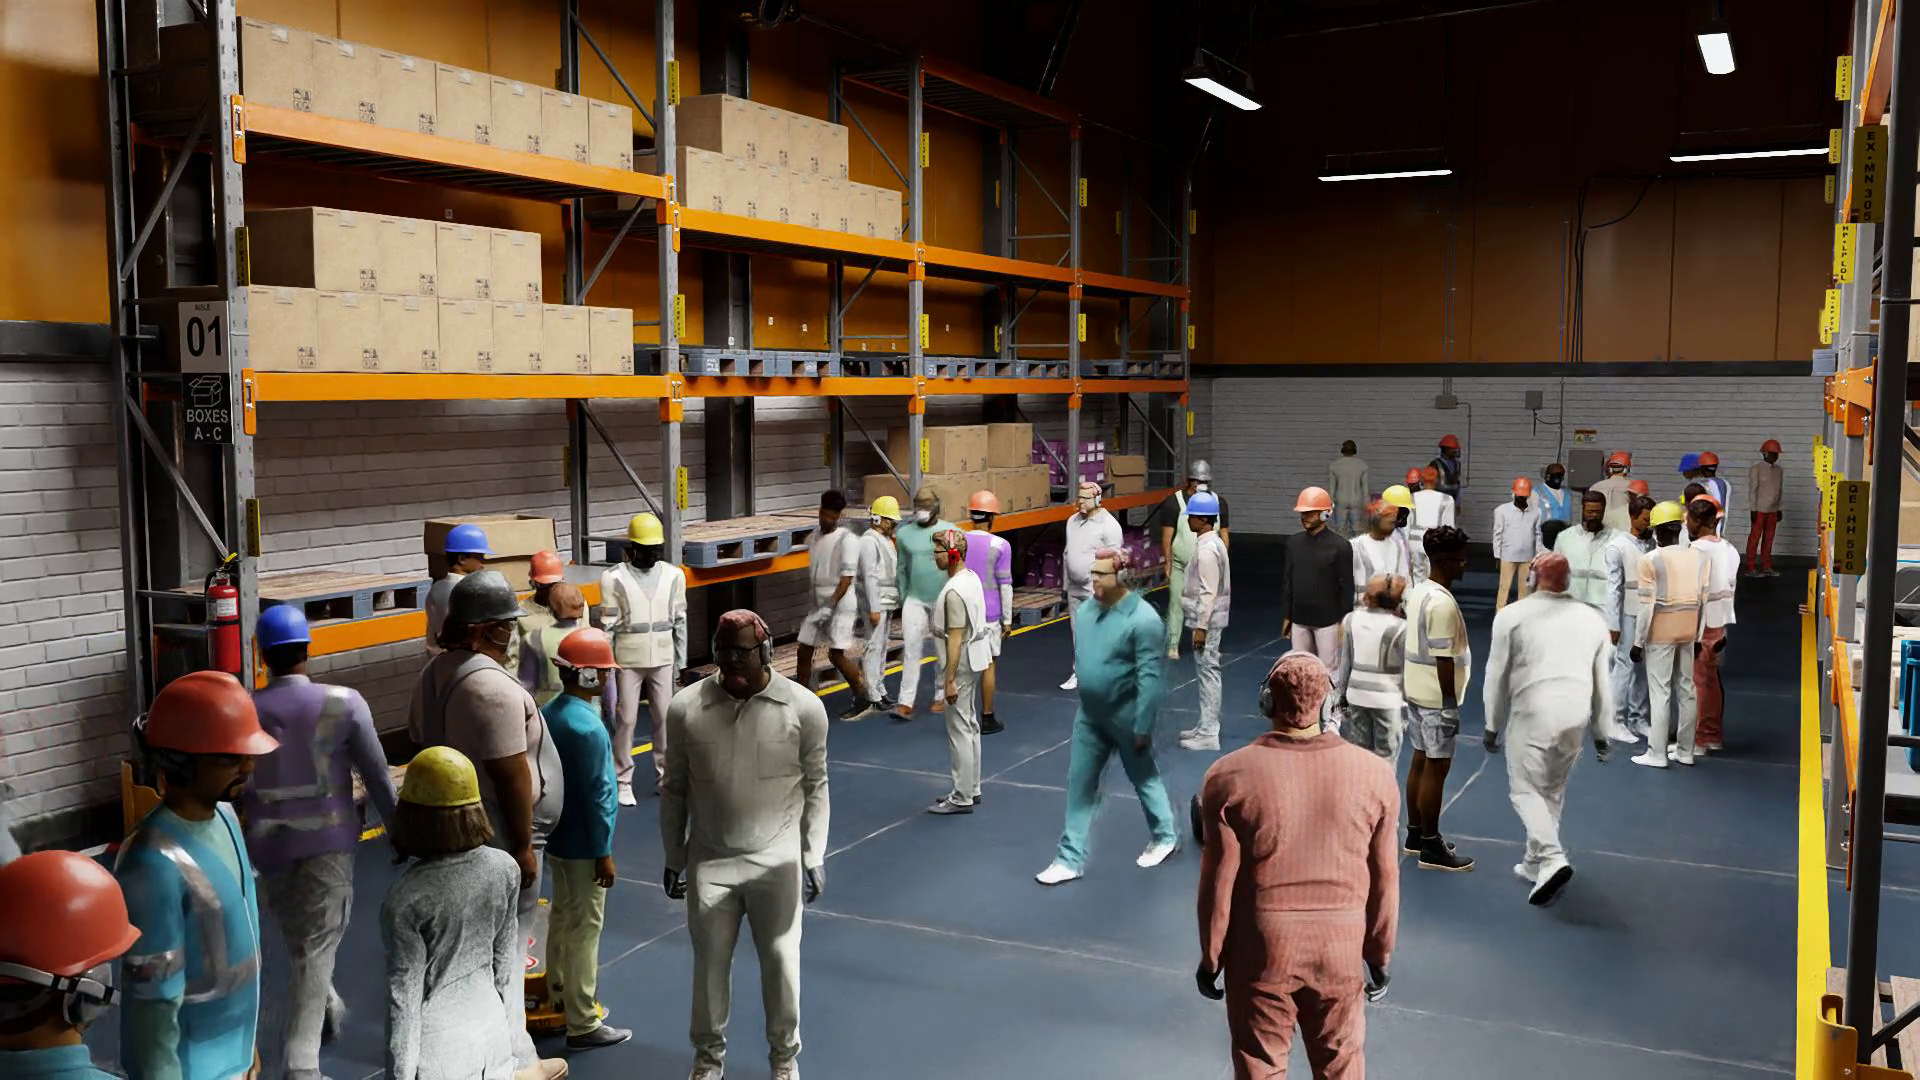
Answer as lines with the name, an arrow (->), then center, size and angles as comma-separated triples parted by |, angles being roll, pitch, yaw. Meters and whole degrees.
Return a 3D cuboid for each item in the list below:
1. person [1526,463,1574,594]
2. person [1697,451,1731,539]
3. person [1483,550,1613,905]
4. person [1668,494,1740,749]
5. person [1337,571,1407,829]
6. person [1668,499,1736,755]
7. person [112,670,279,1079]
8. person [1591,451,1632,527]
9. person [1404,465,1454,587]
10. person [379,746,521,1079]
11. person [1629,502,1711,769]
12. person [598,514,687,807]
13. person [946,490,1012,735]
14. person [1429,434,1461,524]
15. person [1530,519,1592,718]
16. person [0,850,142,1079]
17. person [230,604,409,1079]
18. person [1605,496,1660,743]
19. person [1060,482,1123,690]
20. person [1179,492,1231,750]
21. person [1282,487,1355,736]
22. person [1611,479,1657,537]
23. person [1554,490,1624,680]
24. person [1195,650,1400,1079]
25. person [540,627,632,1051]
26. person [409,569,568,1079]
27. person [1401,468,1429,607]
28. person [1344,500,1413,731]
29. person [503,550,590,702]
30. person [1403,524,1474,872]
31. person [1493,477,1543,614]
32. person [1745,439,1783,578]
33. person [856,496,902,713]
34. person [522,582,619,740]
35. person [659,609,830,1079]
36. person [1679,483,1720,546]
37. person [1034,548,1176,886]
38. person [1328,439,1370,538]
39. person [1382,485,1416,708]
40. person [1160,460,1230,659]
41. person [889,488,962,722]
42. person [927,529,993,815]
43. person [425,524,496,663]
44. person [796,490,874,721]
person -> 6.986, 0.011, 19.629 | 0.629, 1.840, 0.429 | -2, 6, -20
person -> 9.278, -0.131, 20.649 | 0.551, 1.933, 0.370 | -3, 6, -26
person -> 3.195, 1.001, 8.882 | 0.671, 1.860, 0.852 | -1, 5, -8
person -> 5.638, 0.613, 12.640 | 0.360, 1.936, 0.543 | -1, 5, -13
person -> 2.580, 0.994, 10.199 | 0.415, 1.622, 0.556 | -4, 7, -37
person -> 5.570, 0.648, 12.442 | 0.609, 1.902, 0.399 | -4, 7, -40
person -> -1.952, 1.342, 4.322 | 0.413, 2.033, 0.607 | -1, 5, -9
person -> 7.706, -0.051, 19.534 | 0.405, 1.985, 0.618 | -5, 7, -43
person -> 5.228, 0.100, 18.612 | 0.574, 1.863, 0.742 | 2, 6, 21
person -> -1.450, 1.446, 4.706 | 0.297, 1.744, 0.487 | 3, 6, 27
person -> 5.087, 0.685, 11.960 | 0.584, 1.917, 0.384 | -2, 6, -16
person -> -2.064, 0.783, 10.911 | 0.585, 1.918, 0.390 | -3, 6, -28
person -> 0.159, 0.573, 13.138 | 0.549, 1.927, 0.393 | 2, 6, 23
person -> 7.234, -0.557, 24.762 | 0.604, 2.035, 0.421 | -3, 6, -31
person -> 4.923, 0.652, 13.698 | 0.539, 1.661, 0.821 | -1, 6, -15
person -> -1.489, 1.501, 2.765 | 0.622, 1.993, 0.384 | 0, 5, -1
person -> -2.588, 1.207, 6.597 | 0.687, 1.887, 1.034 | 0, 5, -1
person -> 5.211, 0.607, 12.869 | 0.598, 1.908, 0.402 | -3, 6, -32
person -> 1.151, 0.427, 14.866 | 0.400, 1.902, 0.647 | -4, 7, -40
person -> 1.850, 0.611, 12.598 | 0.391, 1.948, 0.605 | 1, 5, 9
person -> 2.677, 0.591, 12.555 | 0.395, 1.993, 0.614 | -4, 7, -39
person -> 7.496, 0.170, 18.574 | 0.841, 1.720, 0.574 | -2, 6, -22
person -> 5.139, 0.542, 13.574 | 0.590, 1.909, 0.398 | 2, 6, 19
person -> 1.073, 1.305, 5.351 | 0.652, 1.906, 0.402 | 0, 5, -3
person -> -1.573, 1.235, 6.975 | 0.350, 1.743, 0.563 | -3, 6, -33
person -> -1.837, 1.123, 6.590 | 0.681, 2.000, 0.538 | 5, 7, 44
person -> 5.556, -0.011, 20.364 | 0.347, 1.748, 0.571 | -5, 7, -42
person -> 3.362, 0.611, 13.149 | 0.578, 1.840, 0.941 | -3, 6, -33
person -> -2.551, 0.923, 10.357 | 0.574, 1.739, 0.353 | -3, 6, -31
person -> 2.734, 0.888, 9.515 | 0.362, 1.965, 0.611 | 0, 5, 0
person -> 6.180, 0.173, 18.397 | 0.563, 1.742, 0.339 | 0, 5, -2
person -> 11.548, -0.447, 23.803 | 0.613, 1.985, 0.412 | -2, 6, -25
person -> -0.667, 0.537, 14.067 | 0.404, 1.822, 0.587 | 1, 5, 10
person -> -2.244, 1.049, 9.588 | 0.545, 1.631, 0.367 | -1, 5, -7
person -> -0.827, 1.211, 6.362 | 0.652, 1.906, 0.408 | 0, 5, 0
person -> 6.836, 0.381, 15.658 | 0.551, 1.833, 0.784 | 2, 6, 21
person -> 0.868, 0.965, 9.297 | 1.016, 1.862, 0.659 | -5, 7, -43
person -> 5.855, -0.545, 25.080 | 0.627, 1.941, 0.370 | 1, 5, 12
person -> 3.631, 0.496, 14.021 | 0.395, 1.919, 0.583 | 4, 6, 35
person -> 2.368, 0.189, 16.648 | 0.702, 2.000, 0.536 | -1, 5, -6
person -> -0.281, 0.534, 13.648 | 0.637, 1.900, 0.881 | 1, 6, 16
person -> 0.004, 0.844, 10.700 | 0.394, 1.836, 0.560 | 1, 5, 9
person -> -2.922, 0.875, 9.770 | 0.403, 1.944, 0.605 | -4, 7, -40
person -> -1.071, 0.542, 13.497 | 0.605, 1.920, 0.714 | 5, 7, 43
